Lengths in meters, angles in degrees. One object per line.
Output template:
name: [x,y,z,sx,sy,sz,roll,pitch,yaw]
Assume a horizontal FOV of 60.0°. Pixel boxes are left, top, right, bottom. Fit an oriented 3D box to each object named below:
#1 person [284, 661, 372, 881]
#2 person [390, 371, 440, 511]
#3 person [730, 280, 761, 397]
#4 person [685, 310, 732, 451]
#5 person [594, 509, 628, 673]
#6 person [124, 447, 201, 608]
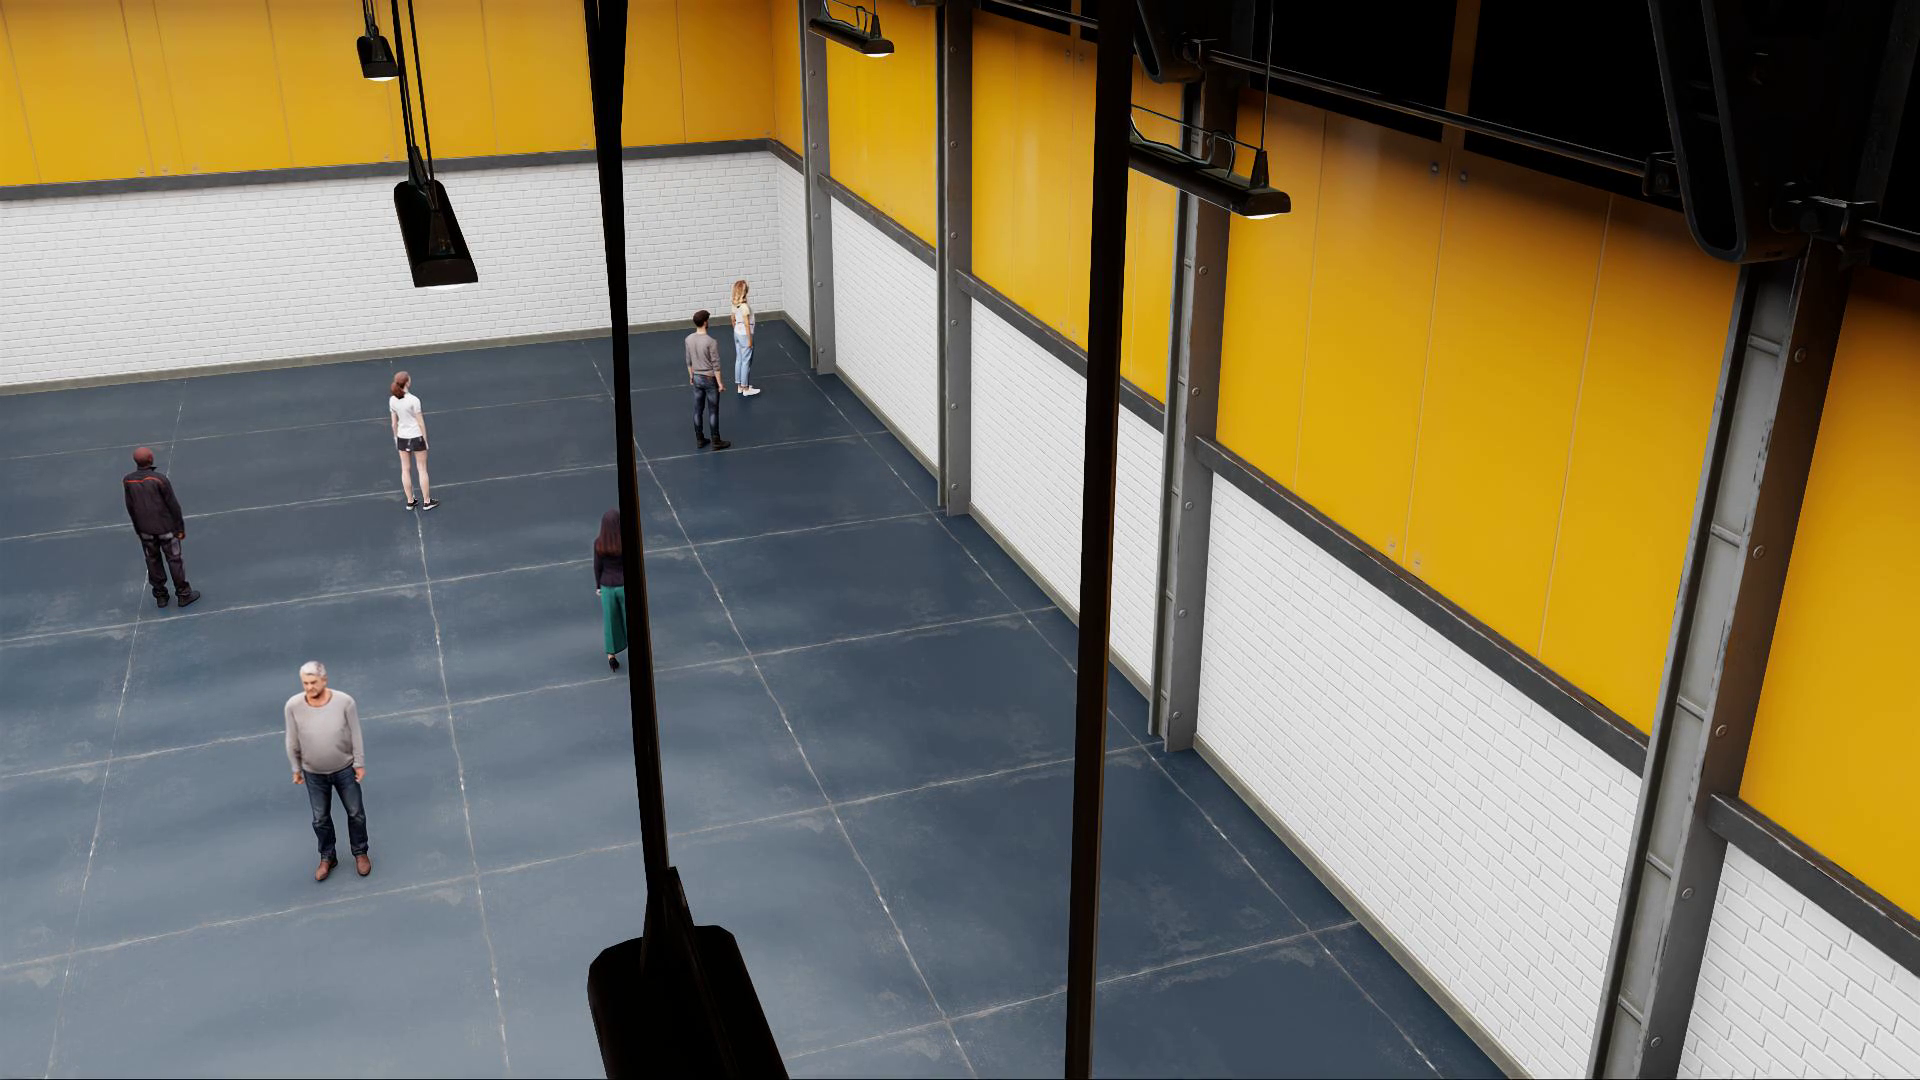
person: [-5.047,1.809,13.307,0.753,1.911,0.658,-5,24,-12]
person: [-6.753,-1.220,20.435,0.654,1.752,0.683,3,24,7]
person: [-3.195,-2.991,24.524,0.742,1.722,0.568,-15,28,-31]
person: [-3.429,-2.149,22.372,0.758,1.903,0.826,12,26,25]
person: [-3.385,0.503,16.508,0.692,1.740,0.673,3,24,6]
person: [-8.634,-0.147,17.889,0.772,1.825,0.721,-1,24,-2]
